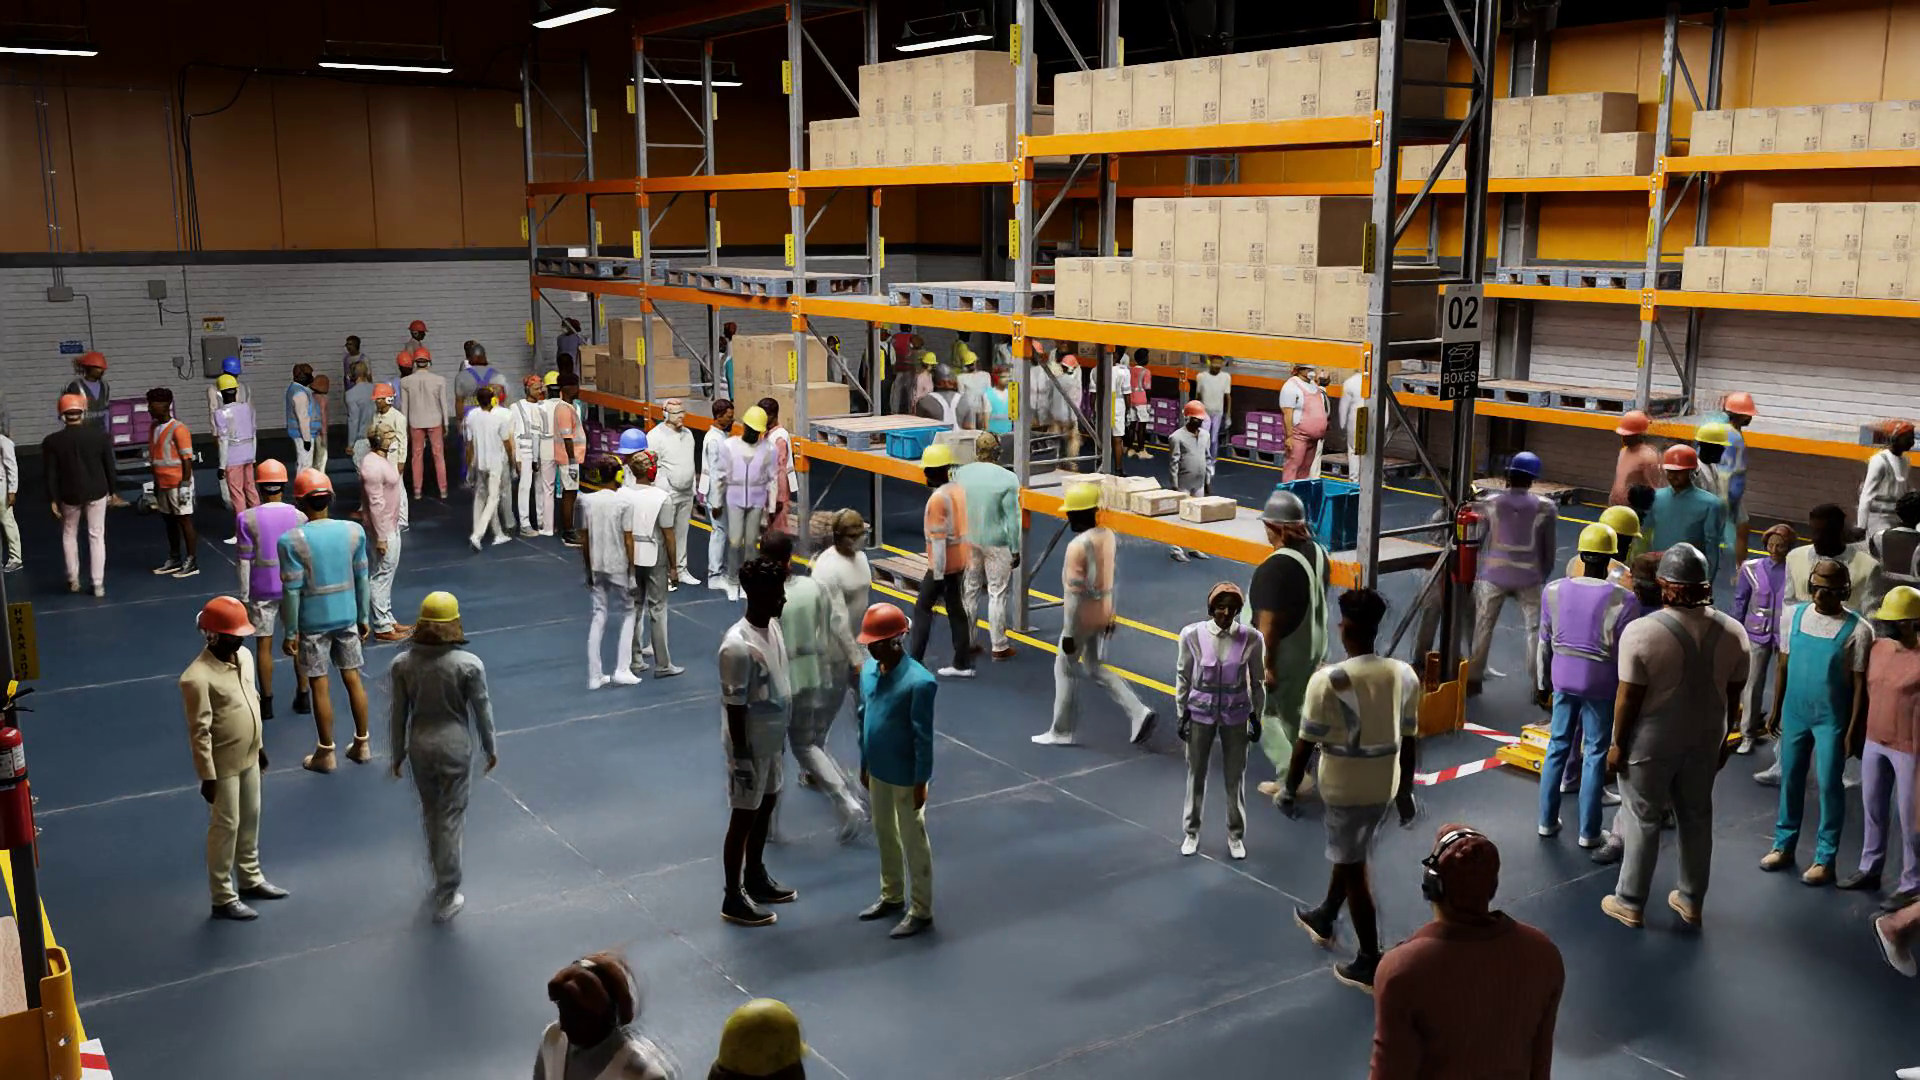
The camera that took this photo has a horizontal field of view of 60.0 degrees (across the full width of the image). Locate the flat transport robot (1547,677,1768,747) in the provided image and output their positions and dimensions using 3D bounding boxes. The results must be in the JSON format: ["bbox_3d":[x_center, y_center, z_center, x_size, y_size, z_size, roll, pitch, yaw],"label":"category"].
[{"bbox_3d":[5.088,1.212,12.190,0.652,0.197,1.431,-8,14,-35],"label":"flat transport robot"}]

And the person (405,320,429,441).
[{"bbox_3d":[-8.937,-2.629,27.459,0.408,1.986,0.617,0,11,1],"label":"person"}]

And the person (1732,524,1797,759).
[{"bbox_3d":[5.560,0.690,11.379,0.526,1.632,0.312,7,13,32],"label":"person"}]

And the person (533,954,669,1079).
[{"bbox_3d":[-1.089,1.980,4.835,0.526,1.608,0.712,10,15,42],"label":"person"}]

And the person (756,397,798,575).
[{"bbox_3d":[-1.840,-0.476,16.643,0.411,1.906,0.602,-4,12,-18],"label":"person"}]

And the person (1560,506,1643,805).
[{"bbox_3d":[4.040,0.729,10.461,0.399,1.912,0.592,-4,12,-20],"label":"person"}]

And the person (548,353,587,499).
[{"bbox_3d":[-5.156,-1.487,21.778,0.593,1.920,0.392,9,14,38],"label":"person"}]

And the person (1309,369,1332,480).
[{"bbox_3d":[4.861,-1.489,22.495,0.310,1.642,0.514,1,11,7],"label":"person"}]

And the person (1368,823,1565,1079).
[{"bbox_3d":[1.479,1.785,5.060,0.652,1.906,0.402,-4,12,-21],"label":"person"}]

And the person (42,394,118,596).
[{"bbox_3d":[-8.641,-0.457,16.367,0.637,1.967,0.740,-6,13,-30],"label":"person"}]

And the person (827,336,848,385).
[{"bbox_3d":[-1.932,-2.245,25.821,0.506,1.861,0.330,10,15,43],"label":"person"}]

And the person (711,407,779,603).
[{"bbox_3d":[-2.064,-0.336,15.979,0.664,1.878,0.640,-2,11,-9],"label":"person"}]

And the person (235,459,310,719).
[{"bbox_3d":[-5.047,0.361,12.321,0.549,1.923,0.390,-7,13,-32],"label":"person"}]

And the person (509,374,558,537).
[{"bbox_3d":[-4.948,-0.983,19.305,0.358,1.880,0.575,8,14,36],"label":"person"}]

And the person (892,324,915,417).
[{"bbox_3d":[-0.980,-3.091,30.222,0.626,1.835,0.431,4,12,21],"label":"person"}]

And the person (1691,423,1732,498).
[{"bbox_3d":[6.479,-0.077,14.563,0.397,1.920,0.587,10,15,41],"label":"person"}]

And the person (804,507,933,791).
[{"bbox_3d":[-0.619,0.730,10.495,0.978,1.887,0.632,5,12,26],"label":"person"}]

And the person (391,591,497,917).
[{"bbox_3d":[-2.759,1.109,8.992,0.516,1.710,0.775,0,11,0],"label":"person"}]

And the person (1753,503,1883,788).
[{"bbox_3d":[5.581,0.694,10.732,0.657,1.884,0.603,-10,15,-42],"label":"person"}]

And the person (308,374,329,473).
[{"bbox_3d":[-8.468,-1.384,22.025,0.321,1.620,0.507,-9,14,-38],"label":"person"}]

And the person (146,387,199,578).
[{"bbox_3d":[-8.111,-0.598,17.102,0.608,1.965,0.369,8,13,34],"label":"person"}]

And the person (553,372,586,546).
[{"bbox_3d":[-4.380,-0.913,18.713,0.367,1.966,0.607,-3,12,-17],"label":"person"}]

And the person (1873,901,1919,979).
[{"bbox_3d":[4.713,1.290,7.701,0.664,1.876,0.661,-4,12,-20],"label":"person"}]

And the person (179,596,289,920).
[{"bbox_3d":[-3.836,1.141,8.789,0.350,1.739,0.574,1,11,6],"label":"person"}]

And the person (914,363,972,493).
[{"bbox_3d":[-0.192,-1.096,19.460,0.678,2.000,1.011,-6,13,-29],"label":"person"}]

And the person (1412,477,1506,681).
[{"bbox_3d":[3.963,0.313,13.123,0.584,1.711,0.674,-7,13,-34],"label":"person"}]

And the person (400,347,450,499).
[{"bbox_3d":[-7.017,-1.533,21.852,0.613,1.984,0.409,-3,11,-14],"label":"person"}]

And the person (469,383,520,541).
[{"bbox_3d":[-5.390,-0.906,19.133,0.614,1.794,0.978,1,11,6],"label":"person"}]

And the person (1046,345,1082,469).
[{"bbox_3d":[1.479,-1.950,24.399,0.644,1.831,0.443,-1,11,-6],"label":"person"}]

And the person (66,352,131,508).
[{"bbox_3d":[-10.991,-1.366,20.998,0.729,2.000,0.629,5,12,23],"label":"person"}]

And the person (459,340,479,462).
[{"bbox_3d":[-7.375,-2.095,25.109,0.344,1.838,0.506,-1,11,-5],"label":"person"}]

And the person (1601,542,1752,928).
[{"bbox_3d":[3.686,1.008,8.694,0.688,2.000,0.539,-1,11,-7],"label":"person"}]

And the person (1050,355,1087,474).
[{"bbox_3d":[1.544,-1.781,23.779,0.697,1.724,0.592,-9,15,-40],"label":"person"}]

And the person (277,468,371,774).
[{"bbox_3d":[-4.248,0.536,11.110,0.395,2.038,0.615,10,15,40],"label":"person"}]

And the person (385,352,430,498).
[{"bbox_3d":[-7.274,-1.512,21.941,0.555,1.922,0.611,-6,13,-28],"label":"person"}]

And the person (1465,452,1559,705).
[{"bbox_3d":[4.238,0.287,12.753,0.883,1.914,0.461,5,12,25],"label":"person"}]

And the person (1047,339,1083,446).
[{"bbox_3d":[1.622,-2.422,26.725,0.565,1.879,0.605,-4,12,-21],"label":"person"}]

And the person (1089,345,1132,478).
[{"bbox_3d":[2.108,-1.798,23.249,0.615,1.962,0.361,5,12,23],"label":"person"}]

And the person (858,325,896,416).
[{"bbox_3d":[-1.363,-2.471,26.496,0.537,2.000,0.682,7,13,32],"label":"person"}]

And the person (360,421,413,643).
[{"bbox_3d":[-5.015,-0.075,14.496,0.355,1.938,0.636,-2,11,-11],"label":"person"}]

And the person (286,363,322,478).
[{"bbox_3d":[-8.367,-1.341,21.259,0.431,1.836,0.621,-5,12,-26],"label":"person"}]

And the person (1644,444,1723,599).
[{"bbox_3d":[5.461,0.256,12.699,0.397,1.990,0.619,-10,15,-43],"label":"person"}]

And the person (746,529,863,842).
[{"bbox_3d":[-0.965,0.879,9.752,0.762,1.888,0.604,8,14,37],"label":"person"}]

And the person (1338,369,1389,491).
[{"bbox_3d":[5.378,-1.546,22.211,0.688,1.876,0.470,-1,11,-7],"label":"person"}]
